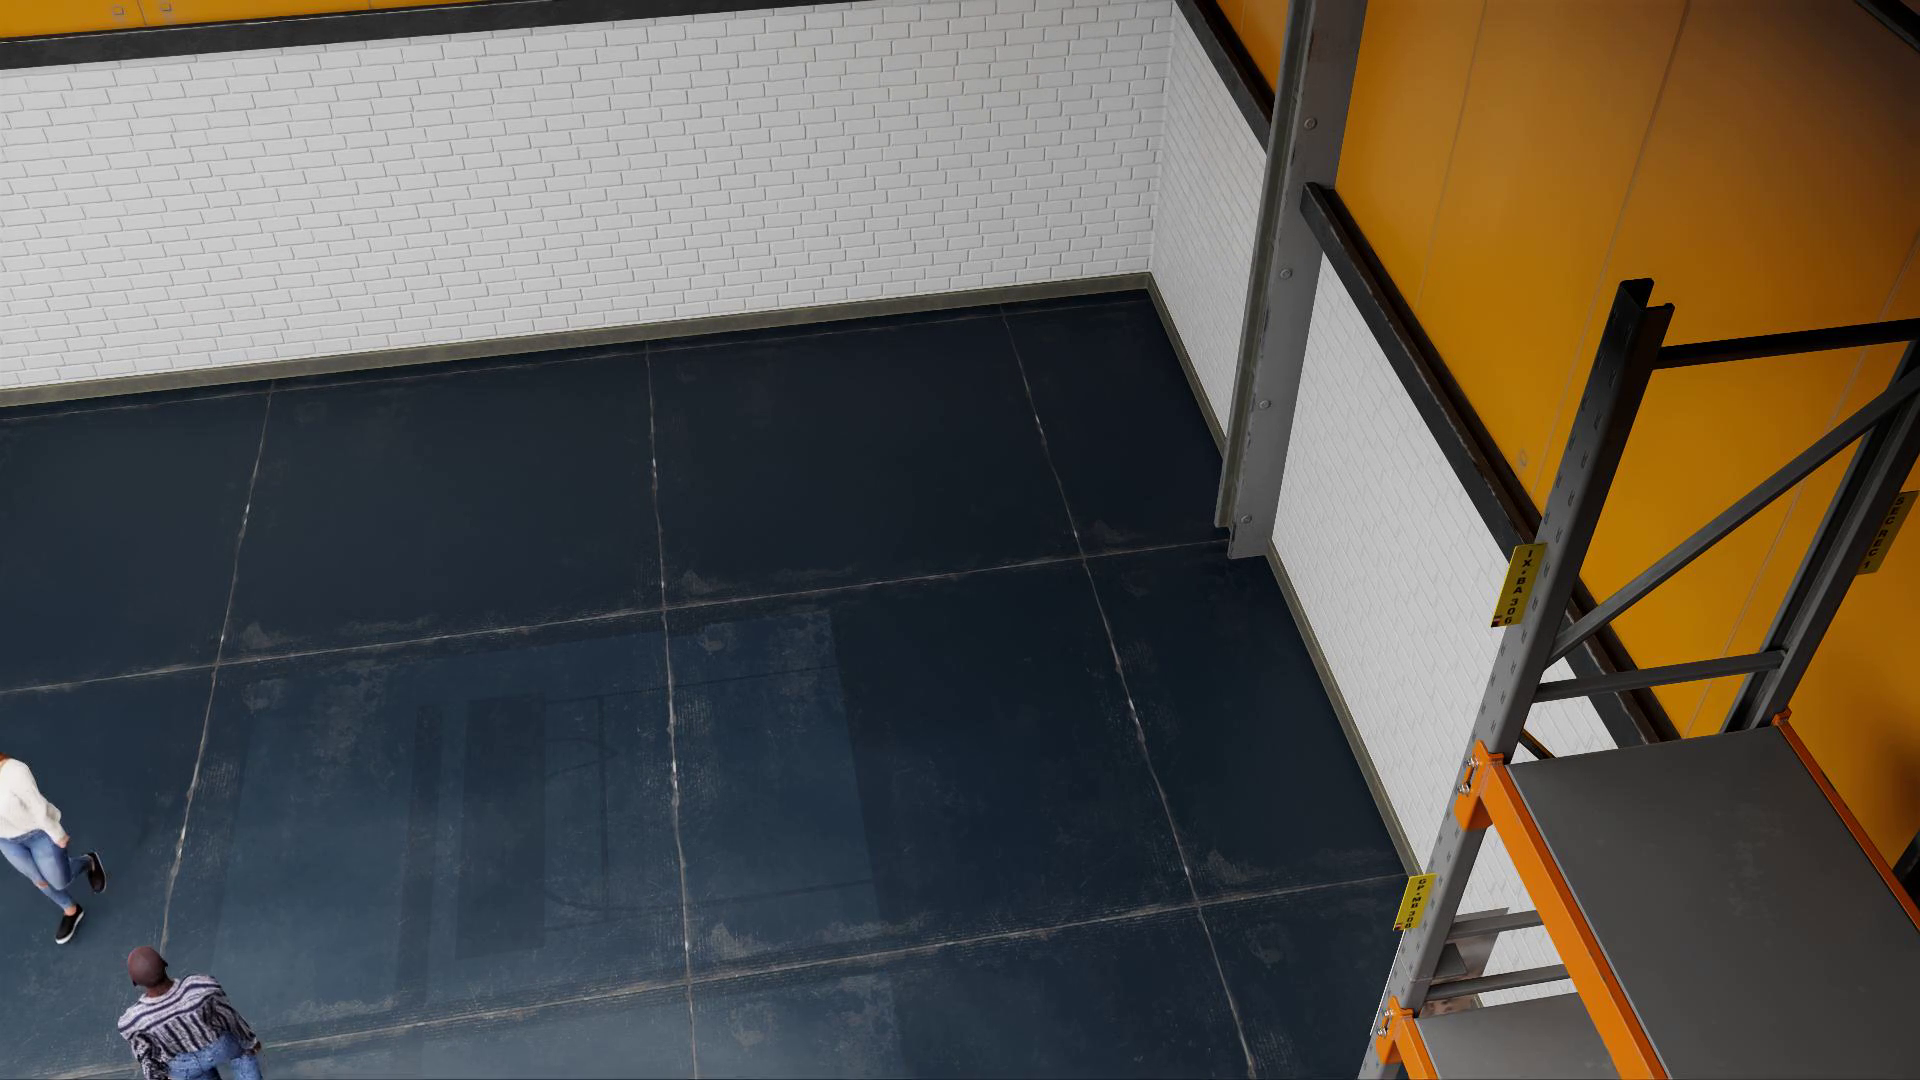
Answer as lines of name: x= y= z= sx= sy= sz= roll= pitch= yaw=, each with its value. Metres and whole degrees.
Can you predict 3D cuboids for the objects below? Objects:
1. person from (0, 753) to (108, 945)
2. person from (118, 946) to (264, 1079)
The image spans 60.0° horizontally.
person: x=-5.159 y=1.569 z=9.247 sx=0.713 sy=1.681 sz=0.785 roll=1 pitch=44 yaw=1
person: x=-3.652 y=2.578 z=8.112 sx=0.771 sy=1.785 sz=0.774 roll=-27 pitch=50 yaw=-25
